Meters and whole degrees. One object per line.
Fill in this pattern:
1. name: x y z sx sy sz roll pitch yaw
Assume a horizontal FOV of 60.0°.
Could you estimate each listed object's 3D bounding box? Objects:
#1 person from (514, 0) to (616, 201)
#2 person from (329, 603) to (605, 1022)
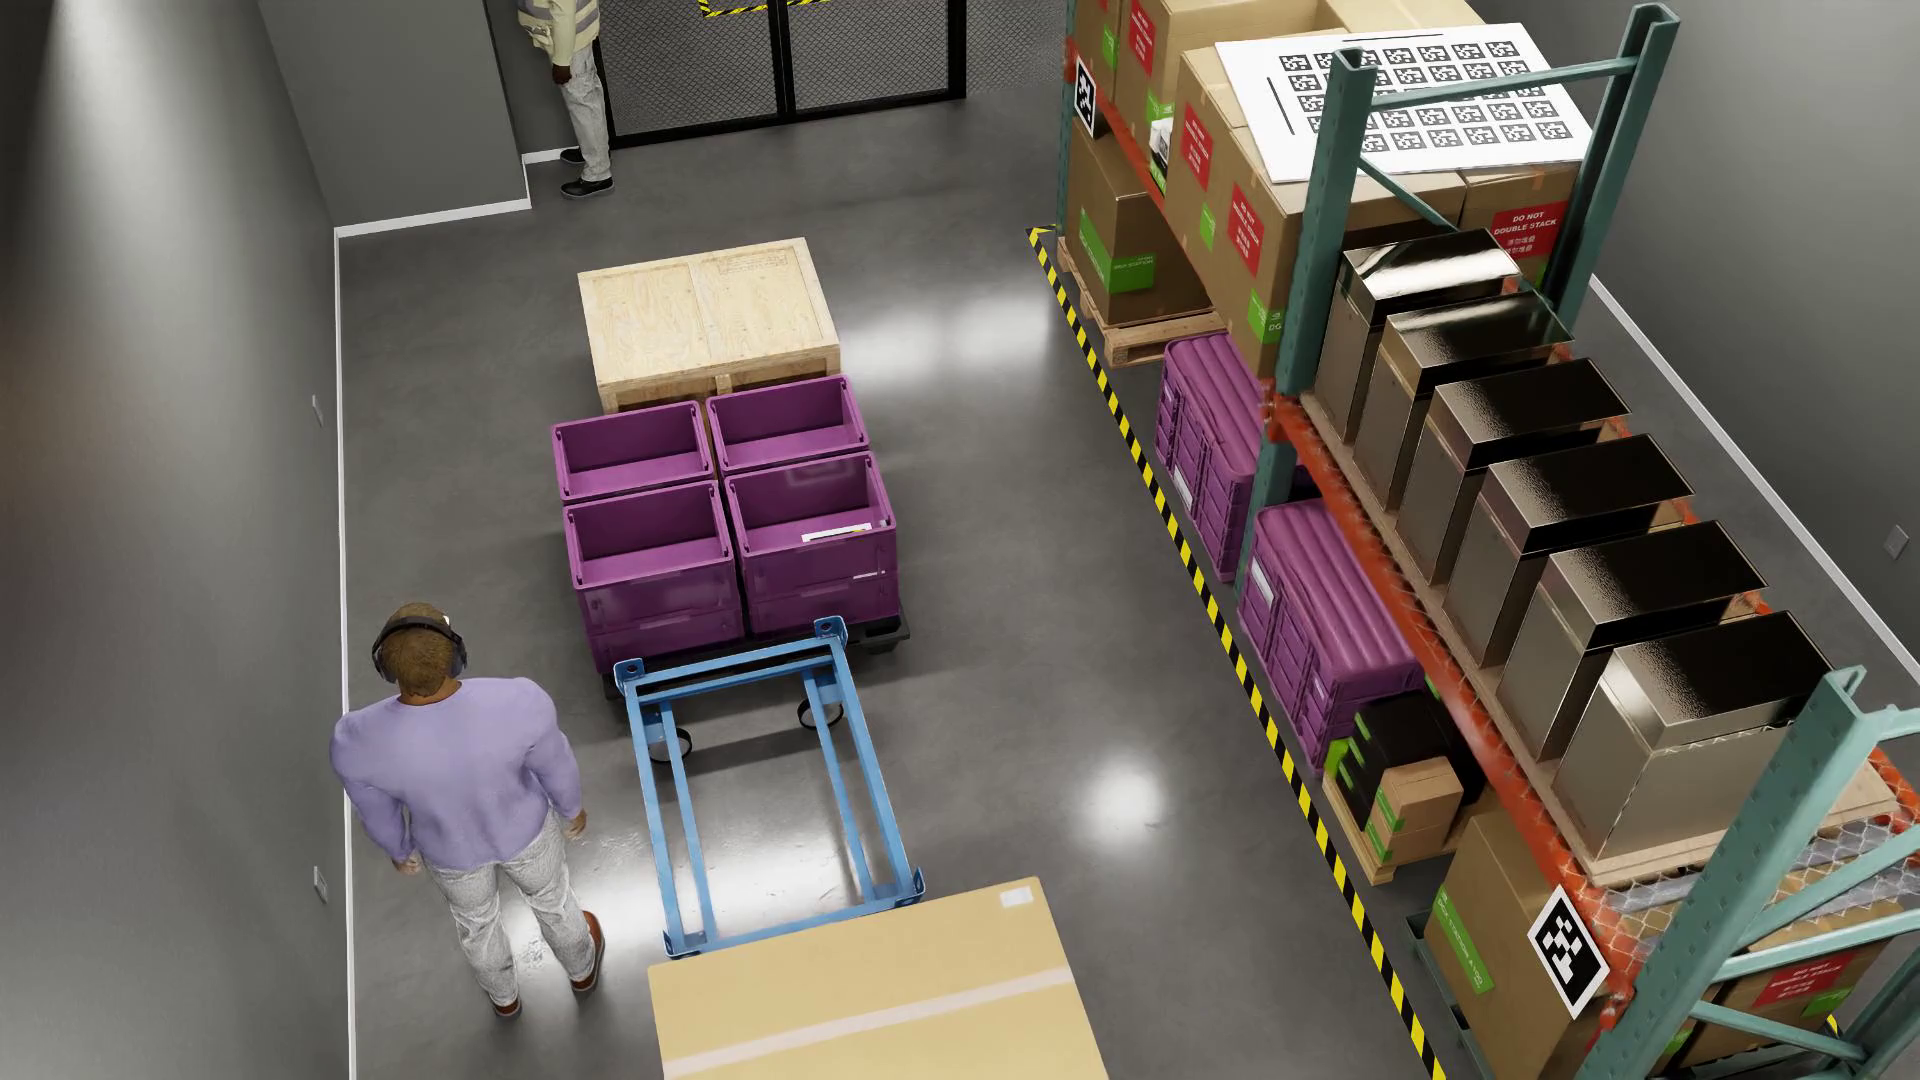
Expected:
1. person: -1.992 -2.566 8.314 0.403 1.833 0.591 -6 48 -5
2. person: -1.455 0.869 5.088 0.635 1.939 0.366 -13 49 -12
